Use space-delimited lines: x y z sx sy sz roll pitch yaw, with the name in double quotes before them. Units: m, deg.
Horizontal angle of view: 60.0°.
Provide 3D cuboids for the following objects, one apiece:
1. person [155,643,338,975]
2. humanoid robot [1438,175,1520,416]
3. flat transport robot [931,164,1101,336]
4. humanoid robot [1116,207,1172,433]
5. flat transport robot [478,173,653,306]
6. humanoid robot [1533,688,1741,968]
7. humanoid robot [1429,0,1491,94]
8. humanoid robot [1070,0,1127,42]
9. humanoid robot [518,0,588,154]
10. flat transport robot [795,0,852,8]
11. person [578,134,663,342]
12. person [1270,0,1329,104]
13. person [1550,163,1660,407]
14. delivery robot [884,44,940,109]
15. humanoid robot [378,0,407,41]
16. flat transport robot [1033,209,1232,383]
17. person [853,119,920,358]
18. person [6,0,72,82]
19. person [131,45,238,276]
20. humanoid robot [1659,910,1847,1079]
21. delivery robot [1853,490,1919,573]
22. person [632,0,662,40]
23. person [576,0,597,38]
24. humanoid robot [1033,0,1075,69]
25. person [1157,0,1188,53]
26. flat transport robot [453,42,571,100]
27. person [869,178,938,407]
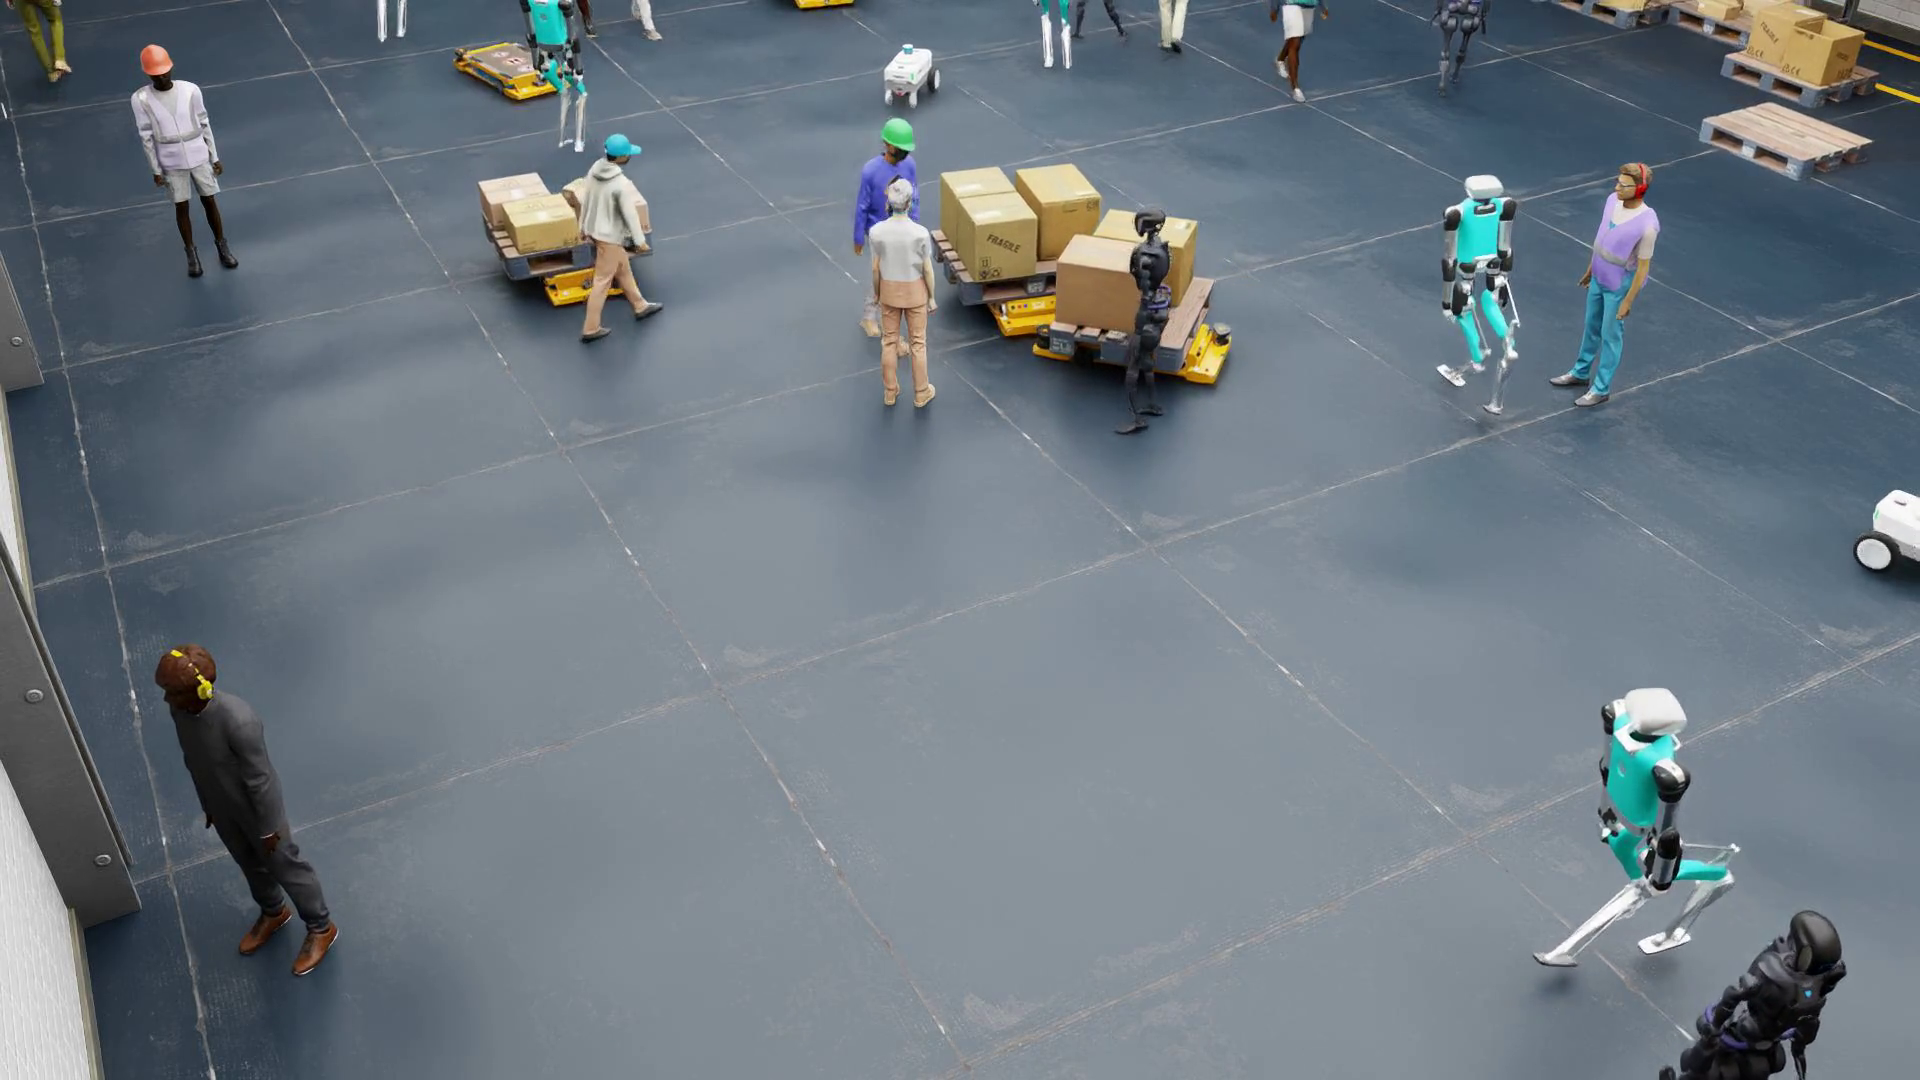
"person" -3.274 1.216 7.595 0.485 1.867 0.349 15 38 20
"humanoid robot" 3.740 -1.640 11.805 0.584 1.744 1.027 -8 36 -11
"flat transport robot" 0.477 -2.112 13.731 0.659 0.231 1.431 -9 36 -13
"humanoid robot" 1.324 -1.580 11.740 0.315 1.644 0.598 7 36 10
"flat transport robot" -3.312 -2.409 14.156 0.659 0.231 1.431 -15 38 -20
"humanoid robot" 3.213 1.344 7.534 1.014 1.729 0.532 -8 36 -11
"humanoid robot" 5.237 -5.511 17.391 0.589 1.665 0.647 7 36 9
"humanoid robot" 1.567 -6.436 18.729 0.714 1.654 0.589 -14 37 -19
"humanoid robot" -3.783 -4.595 16.002 0.540 1.783 0.763 9 36 13
"flat transport robot" -1.852 -6.887 20.549 0.659 0.231 1.431 -12 37 -16
"person" -2.673 -2.354 12.897 0.852 1.611 0.481 -27 43 -33
"person" 3.518 -5.627 17.330 0.550 1.895 0.958 -11 36 -15
"person" 4.705 -1.839 11.966 0.390 1.847 0.563 -7 36 -10
"delivery robot" -0.535 -4.896 17.465 0.499 0.604 0.808 9 36 13
"humanoid robot" -6.502 -6.572 18.811 0.533 1.786 0.667 -3 35 -4
"flat transport robot" 1.342 -1.547 12.924 1.431 0.231 0.659 11 37 15
"person" -0.519 -2.309 12.661 0.510 1.820 0.891 -22 41 -29
"person" -9.838 -5.772 17.597 0.554 1.827 0.437 -10 36 -14
"person" -6.404 -3.134 13.737 0.551 1.935 0.362 -21 40 -27
"humanoid robot" 3.080 1.978 6.669 0.606 1.626 0.574 -10 36 -13
"delivery robot" 6.115 -0.001 10.484 0.499 0.614 0.812 -27 43 -33
"person" -3.623 -6.699 18.903 0.617 1.856 0.725 -24 42 -30
"person" -4.352 -6.739 18.884 0.635 1.936 0.644 -17 38 -23
"humanoid robot" 1.039 -5.954 17.979 0.548 1.846 0.664 4 35 5
"person" 2.327 -6.228 18.261 0.653 1.813 0.512 -5 35 -8
"flat transport robot" -4.852 -5.088 17.980 0.659 0.231 1.431 -27 43 -33
"person" -0.399 -1.763 11.944 0.469 1.748 0.321 6 36 9
